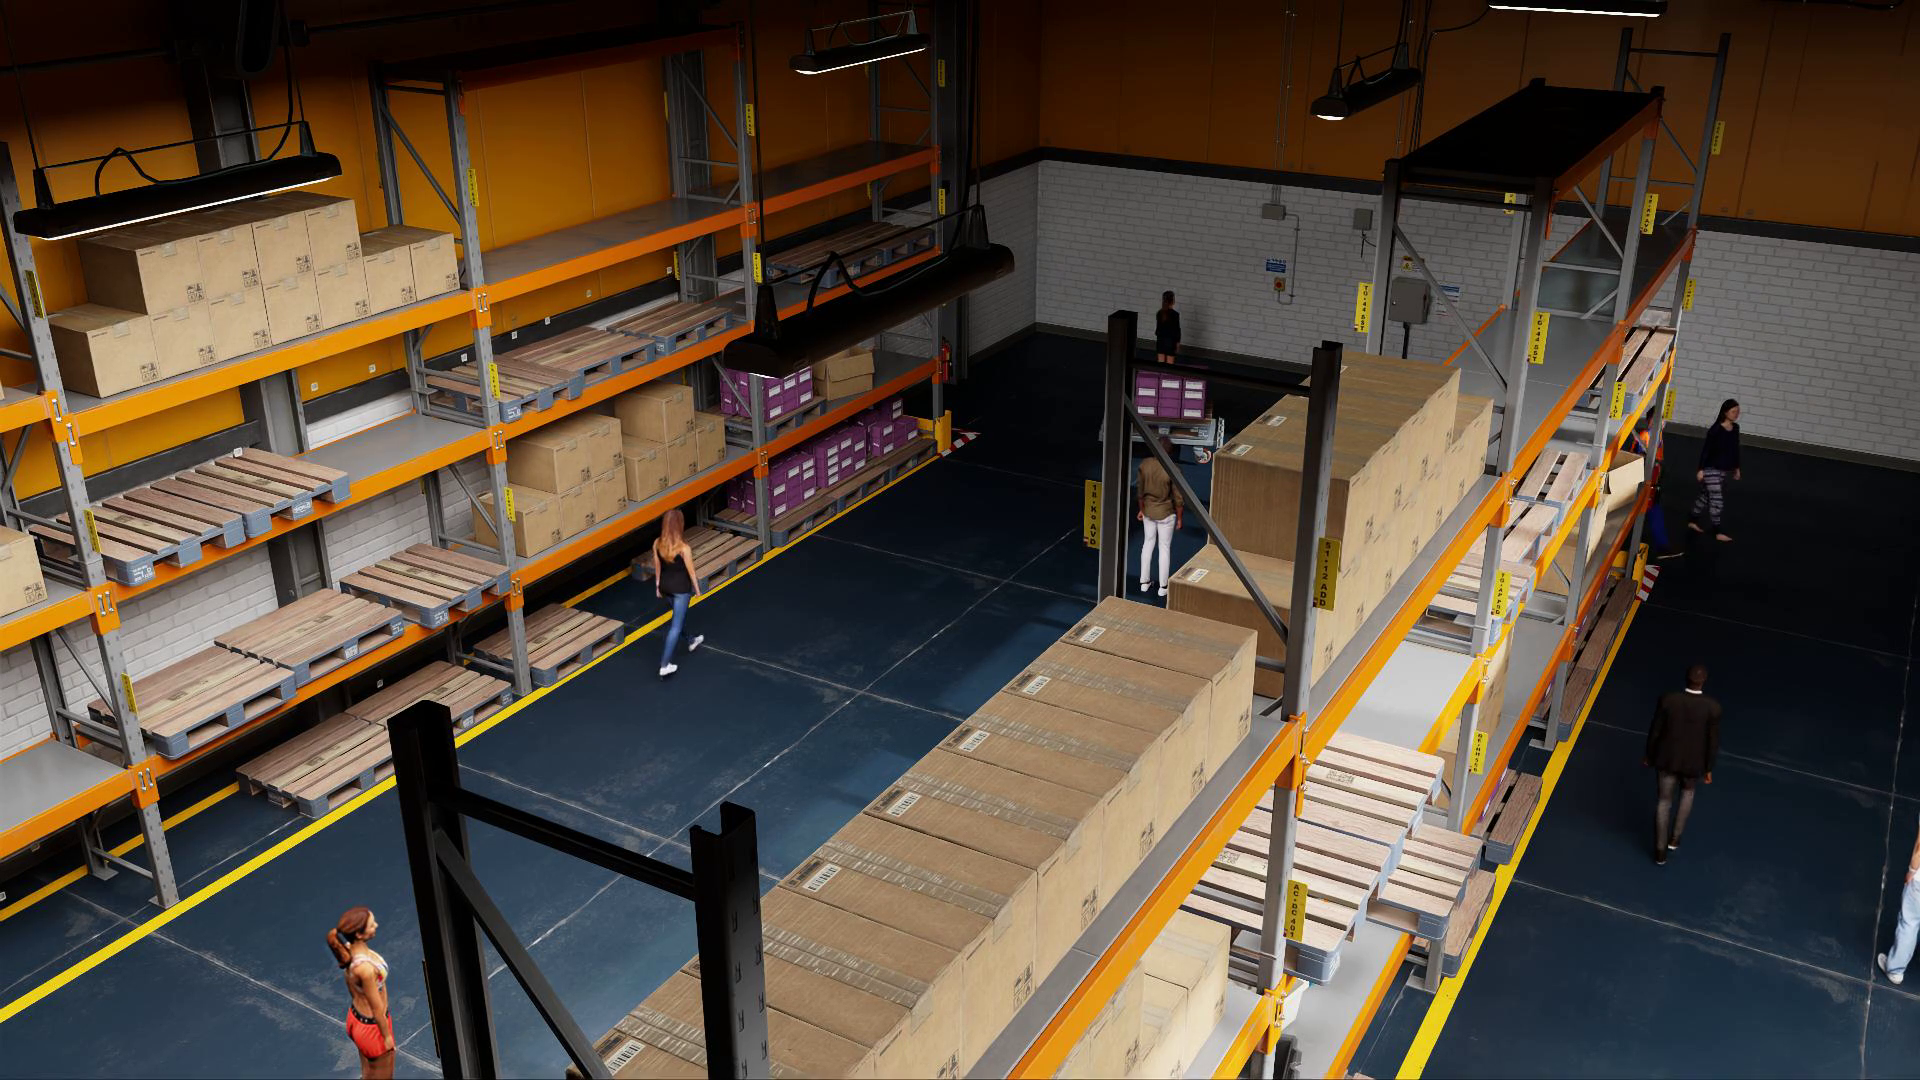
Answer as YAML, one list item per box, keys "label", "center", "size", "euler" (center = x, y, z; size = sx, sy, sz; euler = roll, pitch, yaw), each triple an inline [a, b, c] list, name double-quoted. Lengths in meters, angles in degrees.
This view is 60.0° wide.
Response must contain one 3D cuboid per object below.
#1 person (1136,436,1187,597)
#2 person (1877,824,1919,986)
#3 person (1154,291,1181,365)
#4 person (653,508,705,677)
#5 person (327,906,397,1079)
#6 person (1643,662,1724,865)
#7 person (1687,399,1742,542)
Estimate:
- label: "person"
  center: [2.187, -0.280, 18.259]
  size: [0.746, 1.825, 0.583]
  euler: [16, 28, 32]
- label: "person"
  center: [7.107, 2.418, 12.039]
  size: [0.748, 1.864, 0.710]
  euler: [4, 24, 9]
- label: "person"
  center: [3.064, -2.947, 24.703]
  size: [0.573, 1.552, 0.581]
  euler: [18, 29, 35]
- label: "person"
  center: [-2.870, 0.550, 16.550]
  size: [0.615, 1.674, 1.108]
  euler: [11, 26, 24]
- label: "person"
  center: [-3.748, 3.100, 10.573]
  size: [0.647, 1.790, 0.654]
  euler: [-18, 29, -35]
- label: "person"
  center: [5.824, 1.841, 13.451]
  size: [0.727, 1.791, 0.743]
  euler: [9, 25, 20]
- label: "person"
  center: [8.925, -0.880, 19.777]
  size: [0.984, 1.709, 0.986]
  euler: [-11, 26, -24]
